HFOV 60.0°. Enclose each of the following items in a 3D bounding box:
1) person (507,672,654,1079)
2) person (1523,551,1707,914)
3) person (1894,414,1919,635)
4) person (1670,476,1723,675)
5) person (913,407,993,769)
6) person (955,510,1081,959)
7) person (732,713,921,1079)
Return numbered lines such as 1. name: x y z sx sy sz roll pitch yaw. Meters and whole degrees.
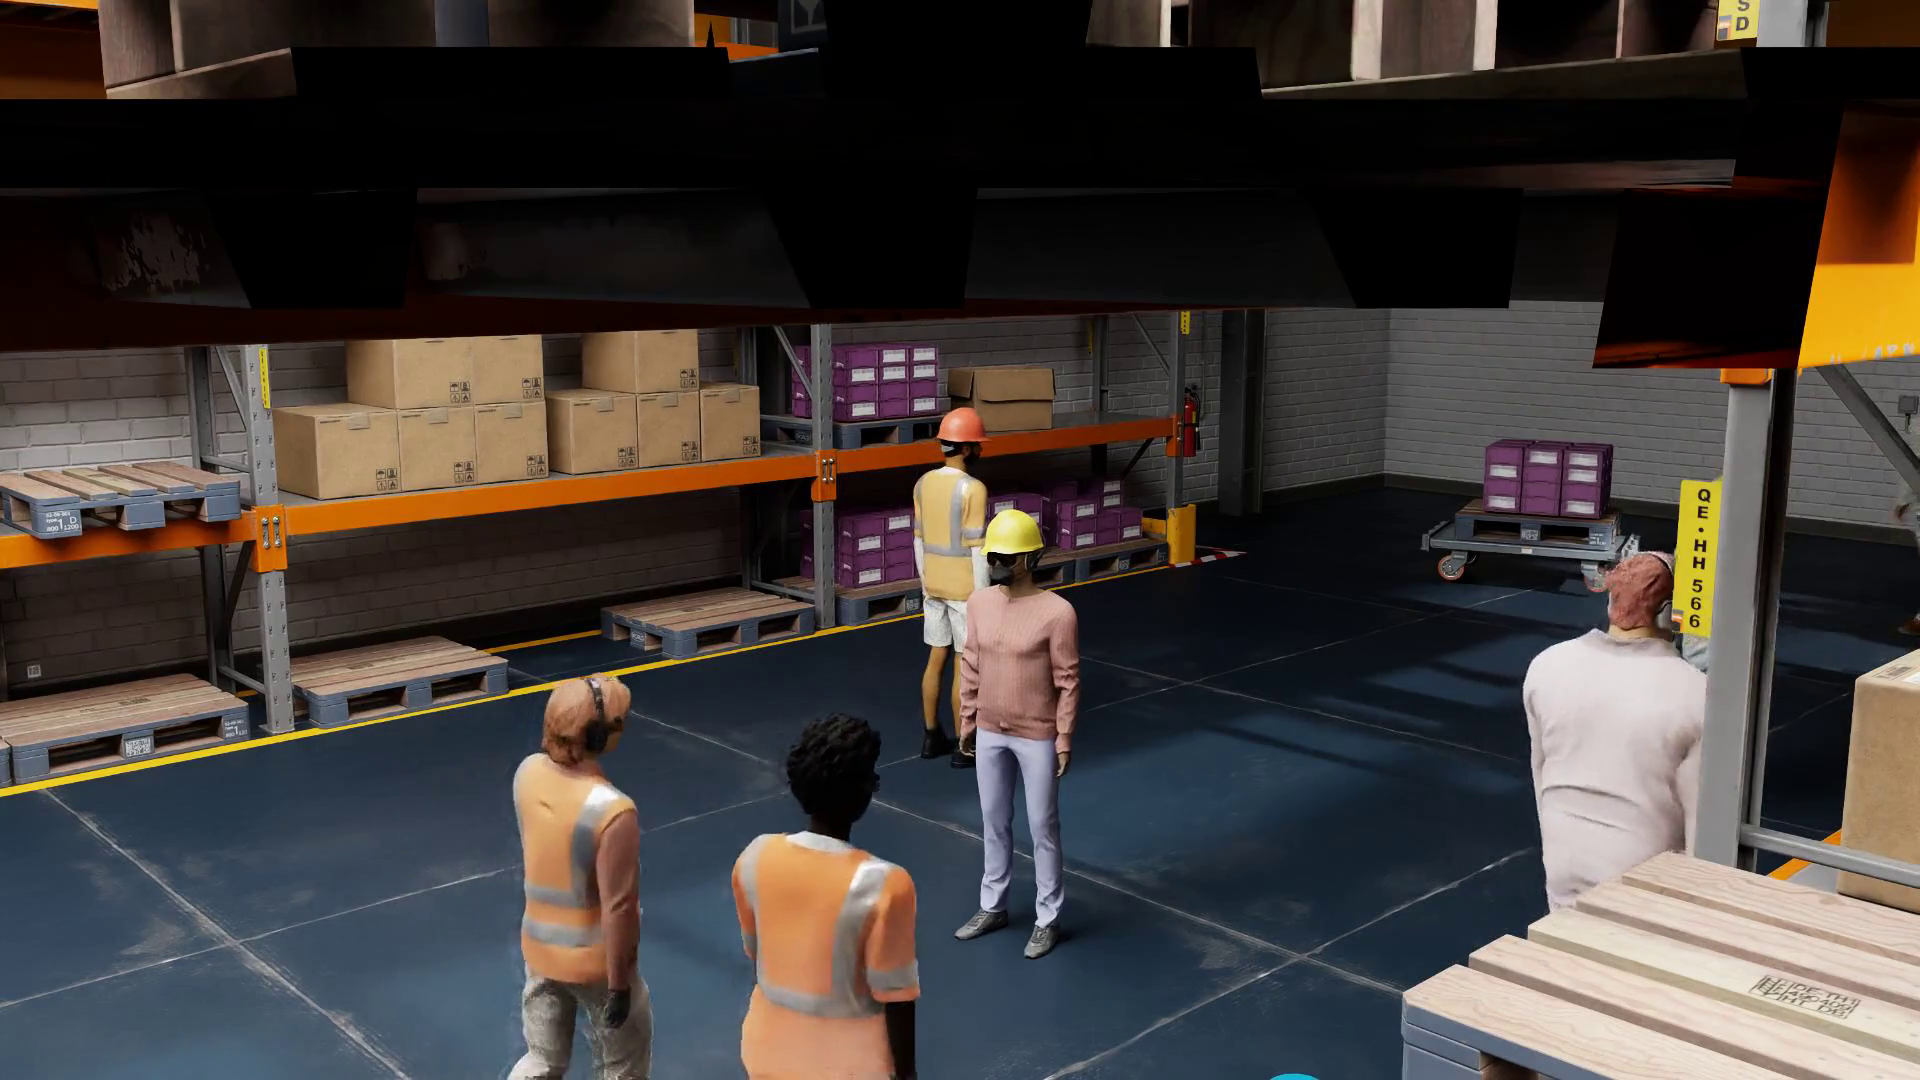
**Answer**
1. person: -1.097 1.162 4.582 0.519 1.612 0.706 7 12 37
2. person: 1.949 0.970 4.928 0.476 1.888 0.644 -9 13 -42
3. person: 7.248 -0.270 12.126 0.876 1.912 0.627 -4 10 -20
4. person: 3.697 0.517 8.093 0.496 1.706 0.866 8 13 39
5. person: -0.003 0.254 8.958 0.373 1.934 0.551 -8 13 -39
6. person: 0.214 0.755 6.526 0.534 1.767 0.314 7 12 35
7. person: -0.312 1.242 3.906 0.532 1.682 0.384 6 11 32
